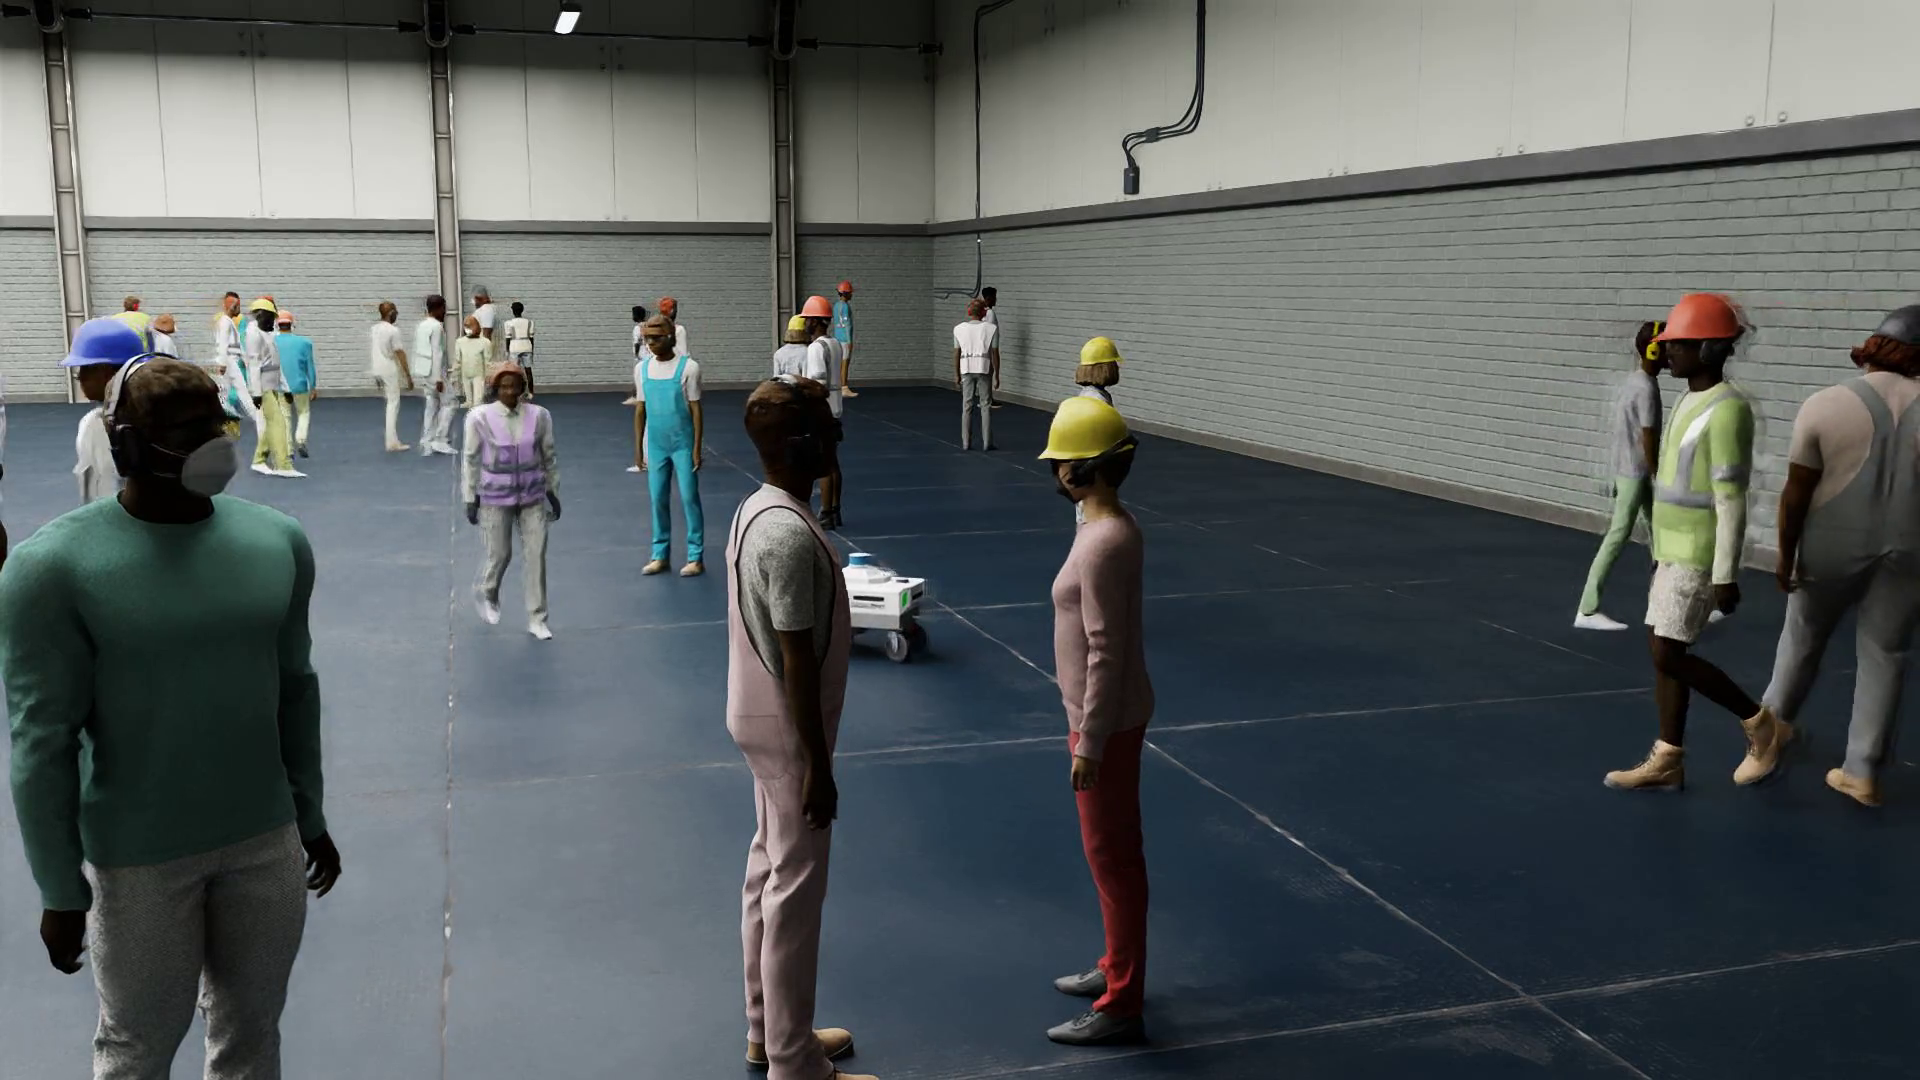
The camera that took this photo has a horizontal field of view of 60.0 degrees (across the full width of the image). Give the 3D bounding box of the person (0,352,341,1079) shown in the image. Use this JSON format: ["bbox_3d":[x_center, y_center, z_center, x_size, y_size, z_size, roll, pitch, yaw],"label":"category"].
[{"bbox_3d":[-1.513,0.606,3.272,0.357,1.937,0.636,6,11,32],"label":"person"}]

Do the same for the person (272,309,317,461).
[{"bbox_3d":[-7.700,-1.778,19.109,0.583,1.732,0.397,-3,9,-17],"label":"person"}]

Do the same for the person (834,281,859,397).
[{"bbox_3d":[-2.024,-3.534,29.347,0.372,2.044,0.607,-4,10,-24],"label":"person"}]

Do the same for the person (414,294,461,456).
[{"bbox_3d":[-6.139,-1.937,19.593,0.530,1.901,0.610,-6,11,-34],"label":"person"}]

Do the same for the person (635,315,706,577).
[{"bbox_3d":[-2.030,-0.650,11.624,0.508,1.837,0.364,3,9,17],"label":"person"}]

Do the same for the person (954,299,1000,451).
[{"bbox_3d":[0.203,-1.994,20.160,0.578,1.844,0.379,2,9,10],"label":"person"}]

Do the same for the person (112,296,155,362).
[{"bbox_3d":[-12.881,-2.885,25.904,0.654,1.827,0.427,-4,10,-25],"label":"person"}]

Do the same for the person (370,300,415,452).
[{"bbox_3d":[-6.822,-1.971,20.059,0.571,1.831,0.454,7,12,40],"label":"person"}]

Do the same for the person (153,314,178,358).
[{"bbox_3d":[-10.222,-2.100,21.496,0.280,1.634,0.498,-7,11,-38],"label":"person"}]

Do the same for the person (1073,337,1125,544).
[{"bbox_3d":[0.811,-0.305,9.691,0.287,1.746,0.487,-1,9,-7],"label":"person"}]

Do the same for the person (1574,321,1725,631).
[{"bbox_3d":[4.087,-0.351,9.726,0.923,1.827,0.560,3,9,19],"label":"person"}]

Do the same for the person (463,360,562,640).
[{"bbox_3d":[-2.614,-0.241,9.663,0.558,1.619,0.524,-5,10,-27],"label":"person"}]

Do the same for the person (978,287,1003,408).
[{"bbox_3d":[0.462,-3.127,26.995,0.367,1.966,0.605,-4,10,-21],"label":"person"}]

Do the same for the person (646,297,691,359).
[{"bbox_3d":[-3.295,-1.802,18.818,0.589,1.880,0.359,6,11,34],"label":"person"}]

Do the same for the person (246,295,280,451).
[{"bbox_3d":[-8.427,-2.035,20.291,0.351,1.884,0.581,2,9,11],"label":"person"}]

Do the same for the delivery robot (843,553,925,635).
[{"bbox_3d":[-0.560,0.316,9.219,0.707,0.478,0.477,3,9,18],"label":"delivery robot"}]

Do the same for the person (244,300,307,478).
[{"bbox_3d":[-7.260,-1.588,17.531,0.649,1.863,0.631,-1,9,-7],"label":"person"}]

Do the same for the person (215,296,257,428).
[{"bbox_3d":[-10.168,-2.488,23.333,0.864,1.832,0.604,-4,10,-25],"label":"person"}]

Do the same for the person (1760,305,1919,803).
[{"bbox_3d":[3.730,-0.007,6.852,0.714,2.000,0.943,3,9,17],"label":"person"}]

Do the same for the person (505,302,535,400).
[{"bbox_3d":[-7.541,-3.230,28.507,0.533,1.697,0.319,-6,11,-36],"label":"person"}]

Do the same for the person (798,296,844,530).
[{"bbox_3d":[-1.163,-1.046,13.805,0.361,1.939,0.543,2,9,14],"label":"person"}]

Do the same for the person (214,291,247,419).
[{"bbox_3d":[-10.823,-2.734,24.706,0.602,1.907,0.459,3,9,20],"label":"person"}]

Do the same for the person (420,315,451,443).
[{"bbox_3d":[-6.646,-2.026,21.019,0.314,1.636,0.516,-8,12,-41],"label":"person"}]

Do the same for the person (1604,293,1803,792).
[{"bbox_3d":[2.969,0.042,6.593,0.602,2.026,0.614,2,9,11],"label":"person"}]

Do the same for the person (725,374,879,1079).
[{"bbox_3d":[-0.407,0.509,4.185,0.345,1.847,0.507,-3,9,-17],"label":"person"}]

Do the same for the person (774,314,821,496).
[{"bbox_3d":[-1.544,-1.289,15.986,0.492,1.740,0.325,4,10,21],"label":"person"}]

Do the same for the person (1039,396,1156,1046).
[{"bbox_3d":[0.367,0.492,4.545,0.328,1.765,0.528,2,9,10],"label":"person"}]

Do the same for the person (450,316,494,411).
[{"bbox_3d":[-6.155,-1.988,20.844,0.520,1.611,0.661,3,9,16],"label":"person"}]
